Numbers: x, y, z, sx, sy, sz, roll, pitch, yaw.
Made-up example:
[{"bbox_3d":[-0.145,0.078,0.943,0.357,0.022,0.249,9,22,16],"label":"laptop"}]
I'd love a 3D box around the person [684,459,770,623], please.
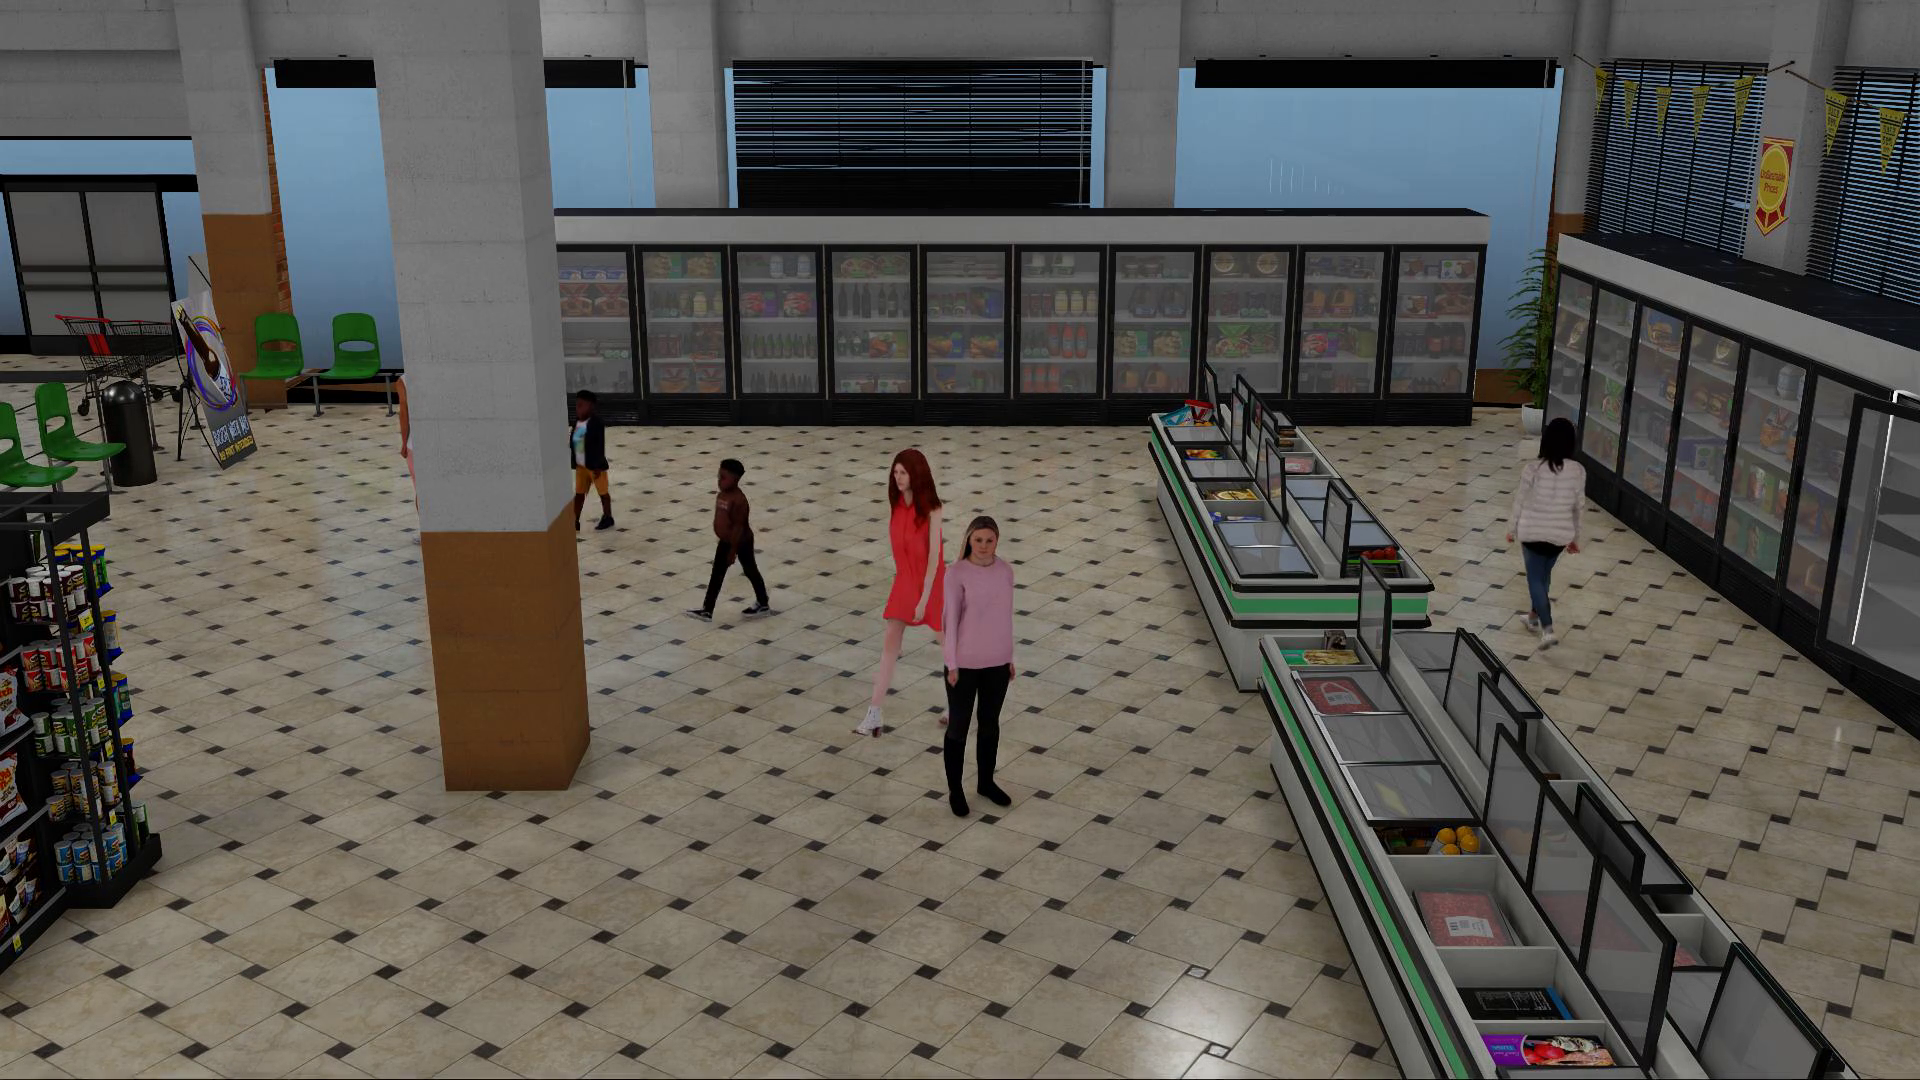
[{"bbox_3d":[-1.577,0.018,12.143,0.913,1.215,0.899,-13,21,-36],"label":"person"}]

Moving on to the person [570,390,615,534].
[{"bbox_3d":[-3.143,-0.683,14.390,0.711,1.251,0.857,8,19,25],"label":"person"}]

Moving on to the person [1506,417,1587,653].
[{"bbox_3d":[4.098,-0.019,11.586,0.643,1.609,1.048,-1,17,-3],"label":"person"}]

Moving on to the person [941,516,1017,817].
[{"bbox_3d":[0.093,0.668,9.190,0.681,1.687,0.689,-9,19,-26],"label":"person"}]

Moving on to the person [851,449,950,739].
[{"bbox_3d":[-0.162,0.325,10.157,1.046,1.781,1.187,12,21,35],"label":"person"}]
